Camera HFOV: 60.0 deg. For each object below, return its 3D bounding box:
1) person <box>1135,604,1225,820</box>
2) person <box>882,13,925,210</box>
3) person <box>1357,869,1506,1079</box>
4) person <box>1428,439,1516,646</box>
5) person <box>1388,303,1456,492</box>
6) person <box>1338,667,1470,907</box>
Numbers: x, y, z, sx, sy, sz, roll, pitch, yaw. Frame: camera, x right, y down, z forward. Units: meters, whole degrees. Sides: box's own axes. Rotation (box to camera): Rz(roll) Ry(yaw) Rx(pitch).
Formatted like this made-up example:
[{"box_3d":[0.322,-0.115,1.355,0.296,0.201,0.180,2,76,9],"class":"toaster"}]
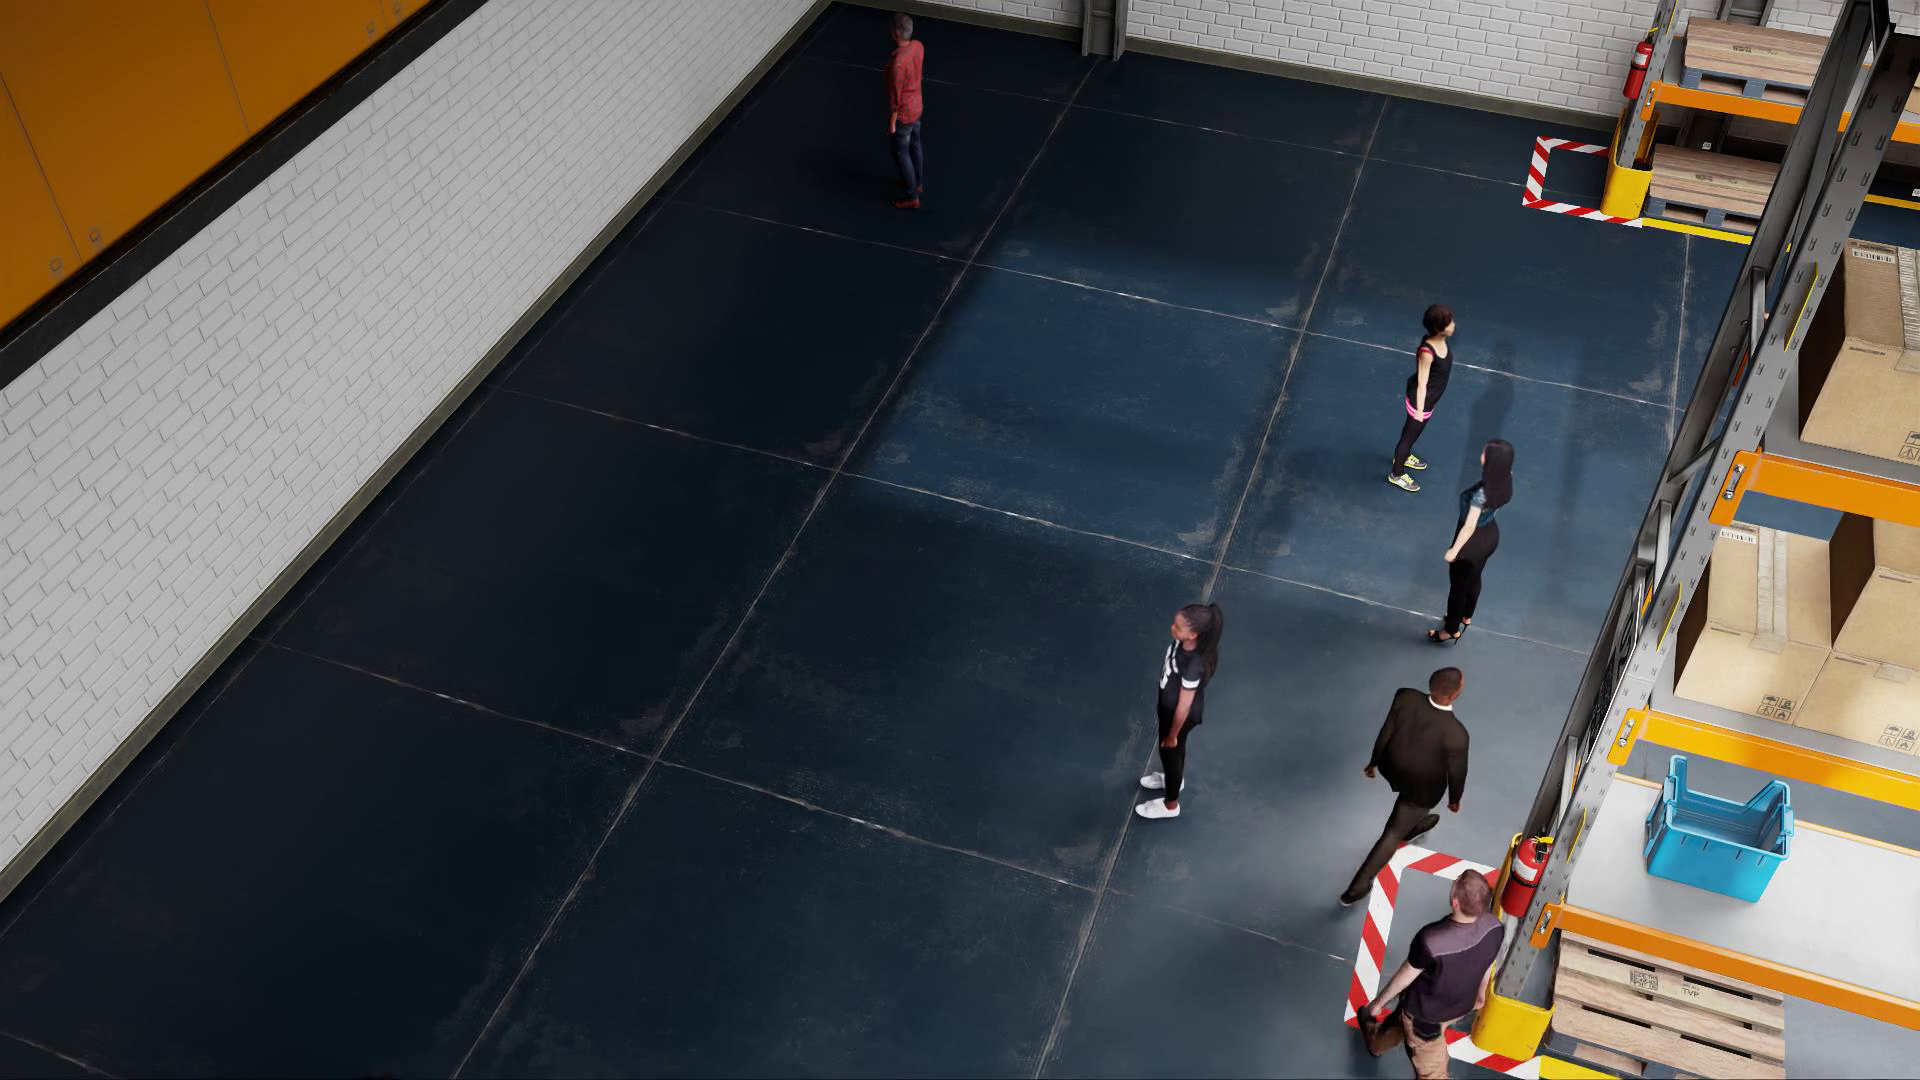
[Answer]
[{"box_3d":[1.322,0.988,9.921,0.694,1.730,0.679,2,44,2],"class":"person"},{"box_3d":[-0.476,-3.863,14.931,0.655,1.843,0.718,19,47,19],"class":"person"},{"box_3d":[2.457,2.409,8.386,1.271,1.789,1.327,-20,47,-20],"class":"person"},{"box_3d":[3.382,0.018,10.935,0.632,1.737,0.632,-33,53,-30],"class":"person"},{"box_3d":[3.400,-1.077,12.220,0.514,1.548,0.543,17,46,17],"class":"person"},{"box_3d":[2.516,1.422,9.448,1.180,1.753,1.243,-28,50,-26],"class":"person"}]
